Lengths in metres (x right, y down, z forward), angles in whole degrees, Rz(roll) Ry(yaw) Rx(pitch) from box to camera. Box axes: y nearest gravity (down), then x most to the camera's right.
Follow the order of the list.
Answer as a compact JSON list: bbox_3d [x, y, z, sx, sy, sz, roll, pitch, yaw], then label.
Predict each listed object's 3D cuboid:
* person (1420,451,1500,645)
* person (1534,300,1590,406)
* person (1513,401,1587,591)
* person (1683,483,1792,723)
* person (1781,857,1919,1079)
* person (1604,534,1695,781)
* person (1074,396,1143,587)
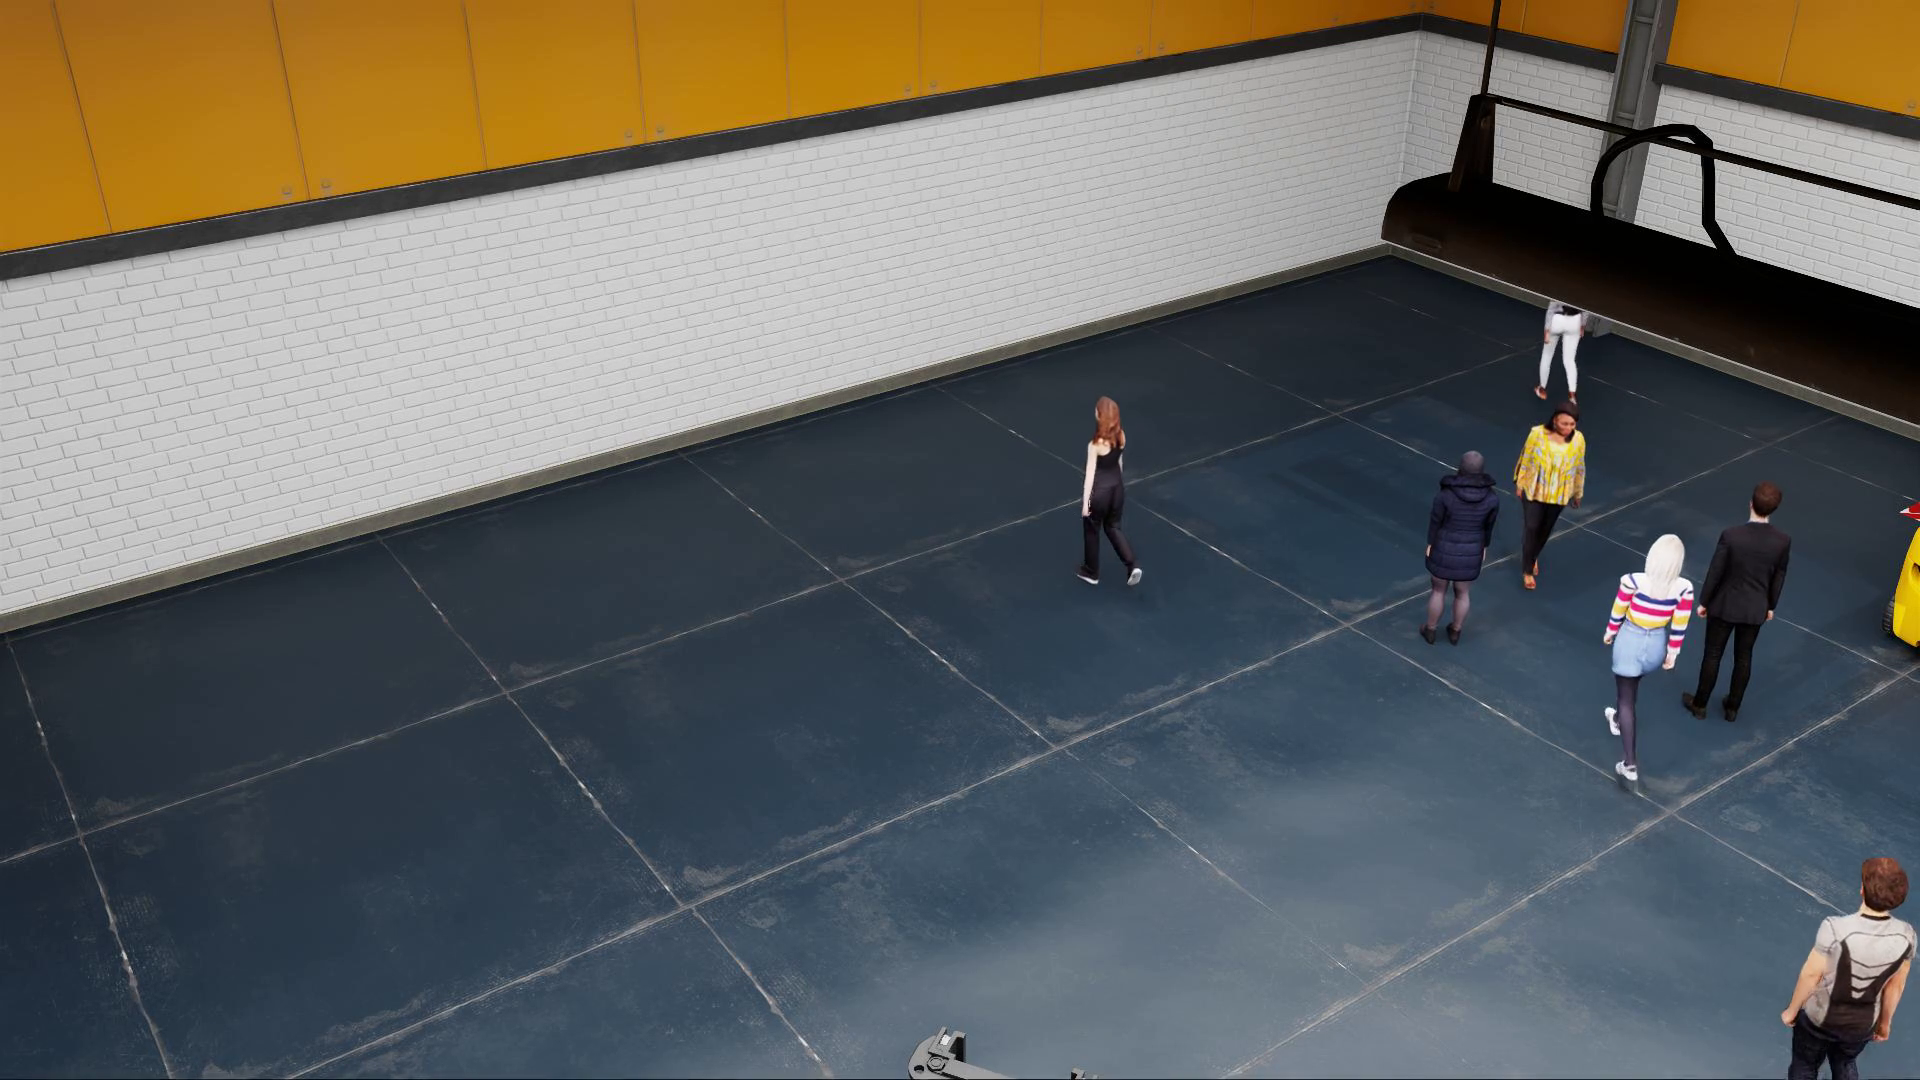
[{"bbox_3d":[3.882,0.063,12.982,0.790,1.678,0.831,1,29,2],"label":"person"},{"bbox_3d":[6.189,-2.112,16.948,1.022,1.700,1.176,0,29,0],"label":"person"},{"bbox_3d":[4.905,-0.434,13.940,0.969,1.635,1.054,2,29,3],"label":"person"},{"bbox_3d":[5.633,0.463,12.027,0.788,1.891,0.836,3,29,5],"label":"person"},{"bbox_3d":[4.480,2.444,8.406,0.896,1.880,0.975,2,29,3],"label":"person"},{"bbox_3d":[4.711,0.823,11.502,1.108,1.762,1.232,2,29,4],"label":"person"},{"bbox_3d":[1.251,-0.350,13.683,0.632,1.732,0.944,-22,36,-35],"label":"person"}]
